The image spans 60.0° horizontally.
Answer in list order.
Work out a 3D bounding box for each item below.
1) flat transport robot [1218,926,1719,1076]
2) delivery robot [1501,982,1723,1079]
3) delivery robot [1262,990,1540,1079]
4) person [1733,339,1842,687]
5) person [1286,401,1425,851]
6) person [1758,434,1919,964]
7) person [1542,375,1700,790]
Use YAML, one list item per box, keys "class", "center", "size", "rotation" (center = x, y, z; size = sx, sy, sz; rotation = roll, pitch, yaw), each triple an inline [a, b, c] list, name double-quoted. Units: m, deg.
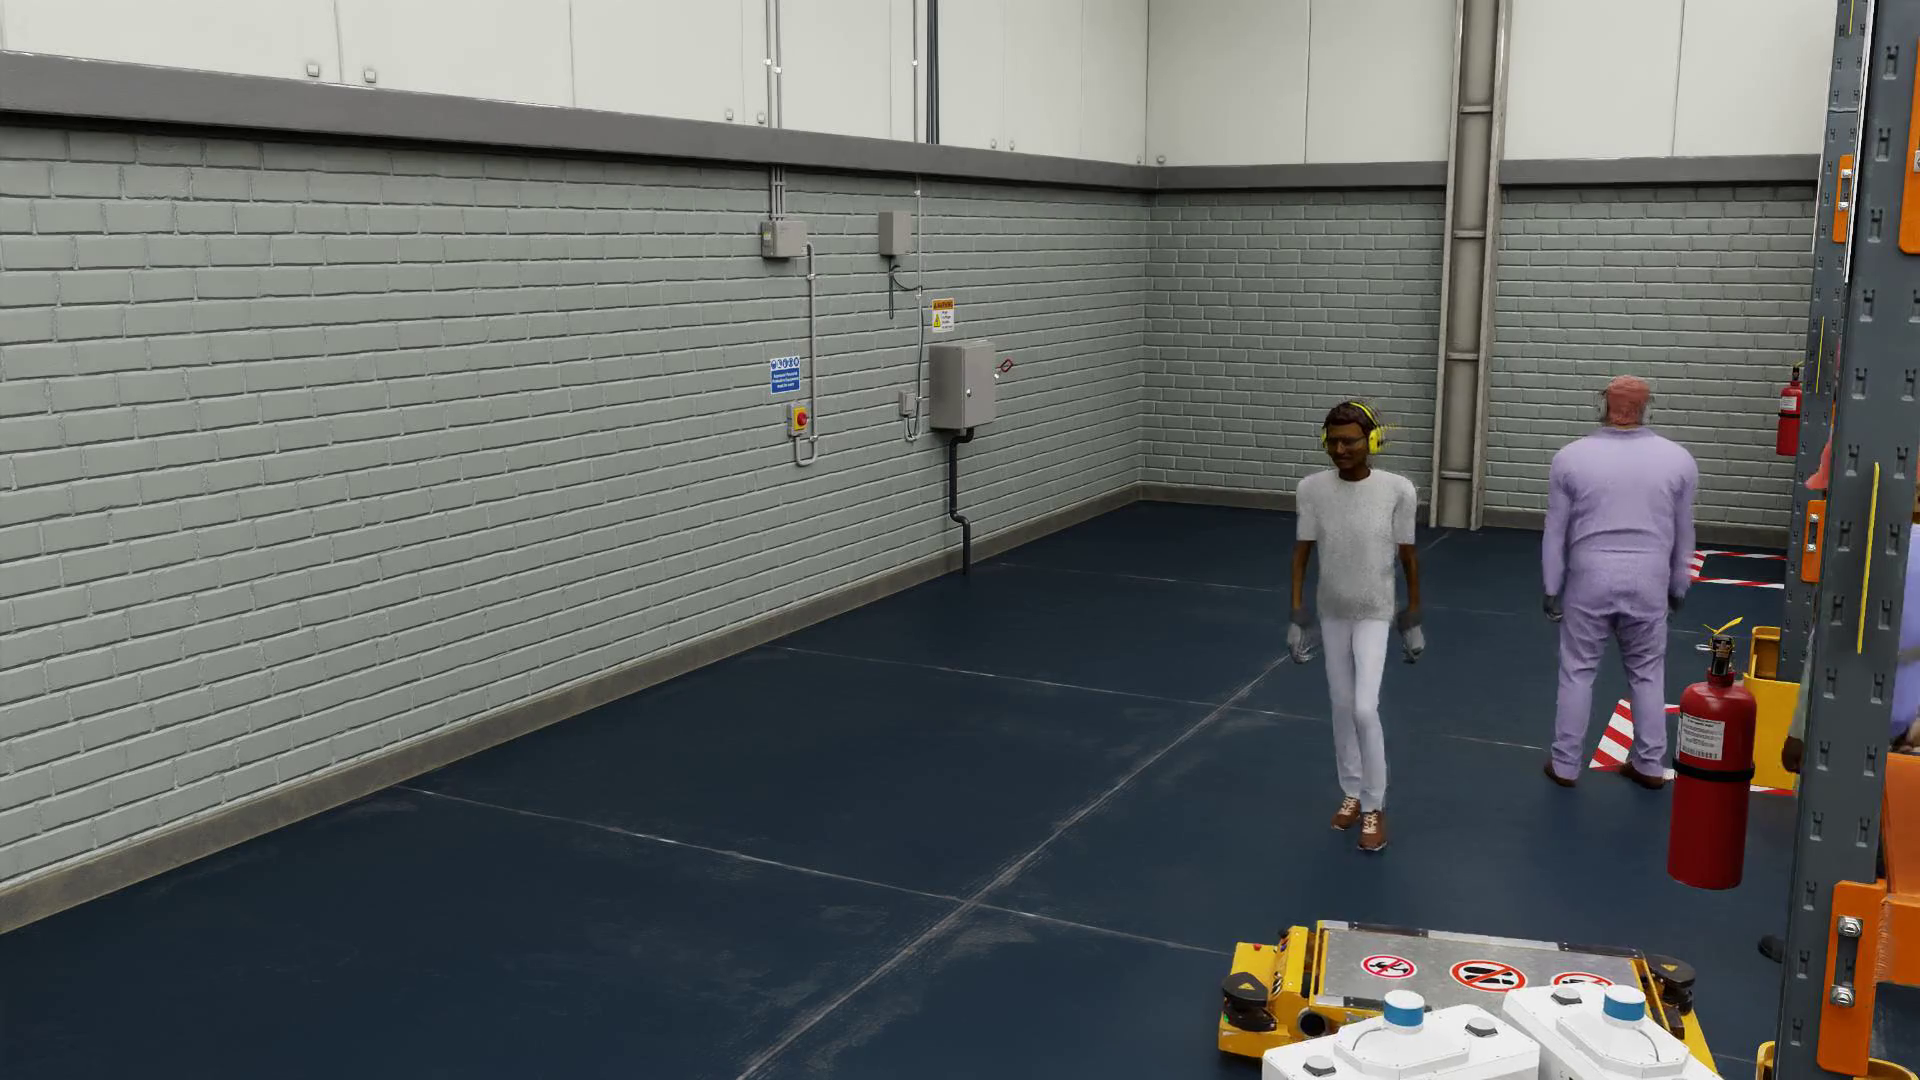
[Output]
- class: "flat transport robot"
  center: [1.560, 1.445, 5.195]
  size: [1.431, 0.197, 0.652]
  rotation: [3, 11, 14]
- class: "delivery robot"
  center: [1.724, 1.410, 4.351]
  size: [0.477, 0.478, 0.707]
  rotation: [-2, 11, -12]
- class: "delivery robot"
  center: [1.143, 1.416, 4.322]
  size: [0.707, 0.478, 0.477]
  rotation: [-5, 11, -23]
- class: "person"
  center: [4.699, -0.062, 8.778]
  size: [1.053, 1.995, 0.605]
  rotation: [2, 11, 10]
- class: "person"
  center: [1.619, 0.350, 6.885]
  size: [0.530, 1.837, 0.695]
  rotation: [6, 12, 31]
- class: "person"
  center: [3.002, 0.567, 5.520]
  size: [0.555, 1.911, 0.471]
  rotation: [-7, 13, -35]
- class: "person"
  center: [2.986, 0.205, 7.562]
  size: [0.656, 1.892, 0.405]
  rotation: [3, 11, 14]
